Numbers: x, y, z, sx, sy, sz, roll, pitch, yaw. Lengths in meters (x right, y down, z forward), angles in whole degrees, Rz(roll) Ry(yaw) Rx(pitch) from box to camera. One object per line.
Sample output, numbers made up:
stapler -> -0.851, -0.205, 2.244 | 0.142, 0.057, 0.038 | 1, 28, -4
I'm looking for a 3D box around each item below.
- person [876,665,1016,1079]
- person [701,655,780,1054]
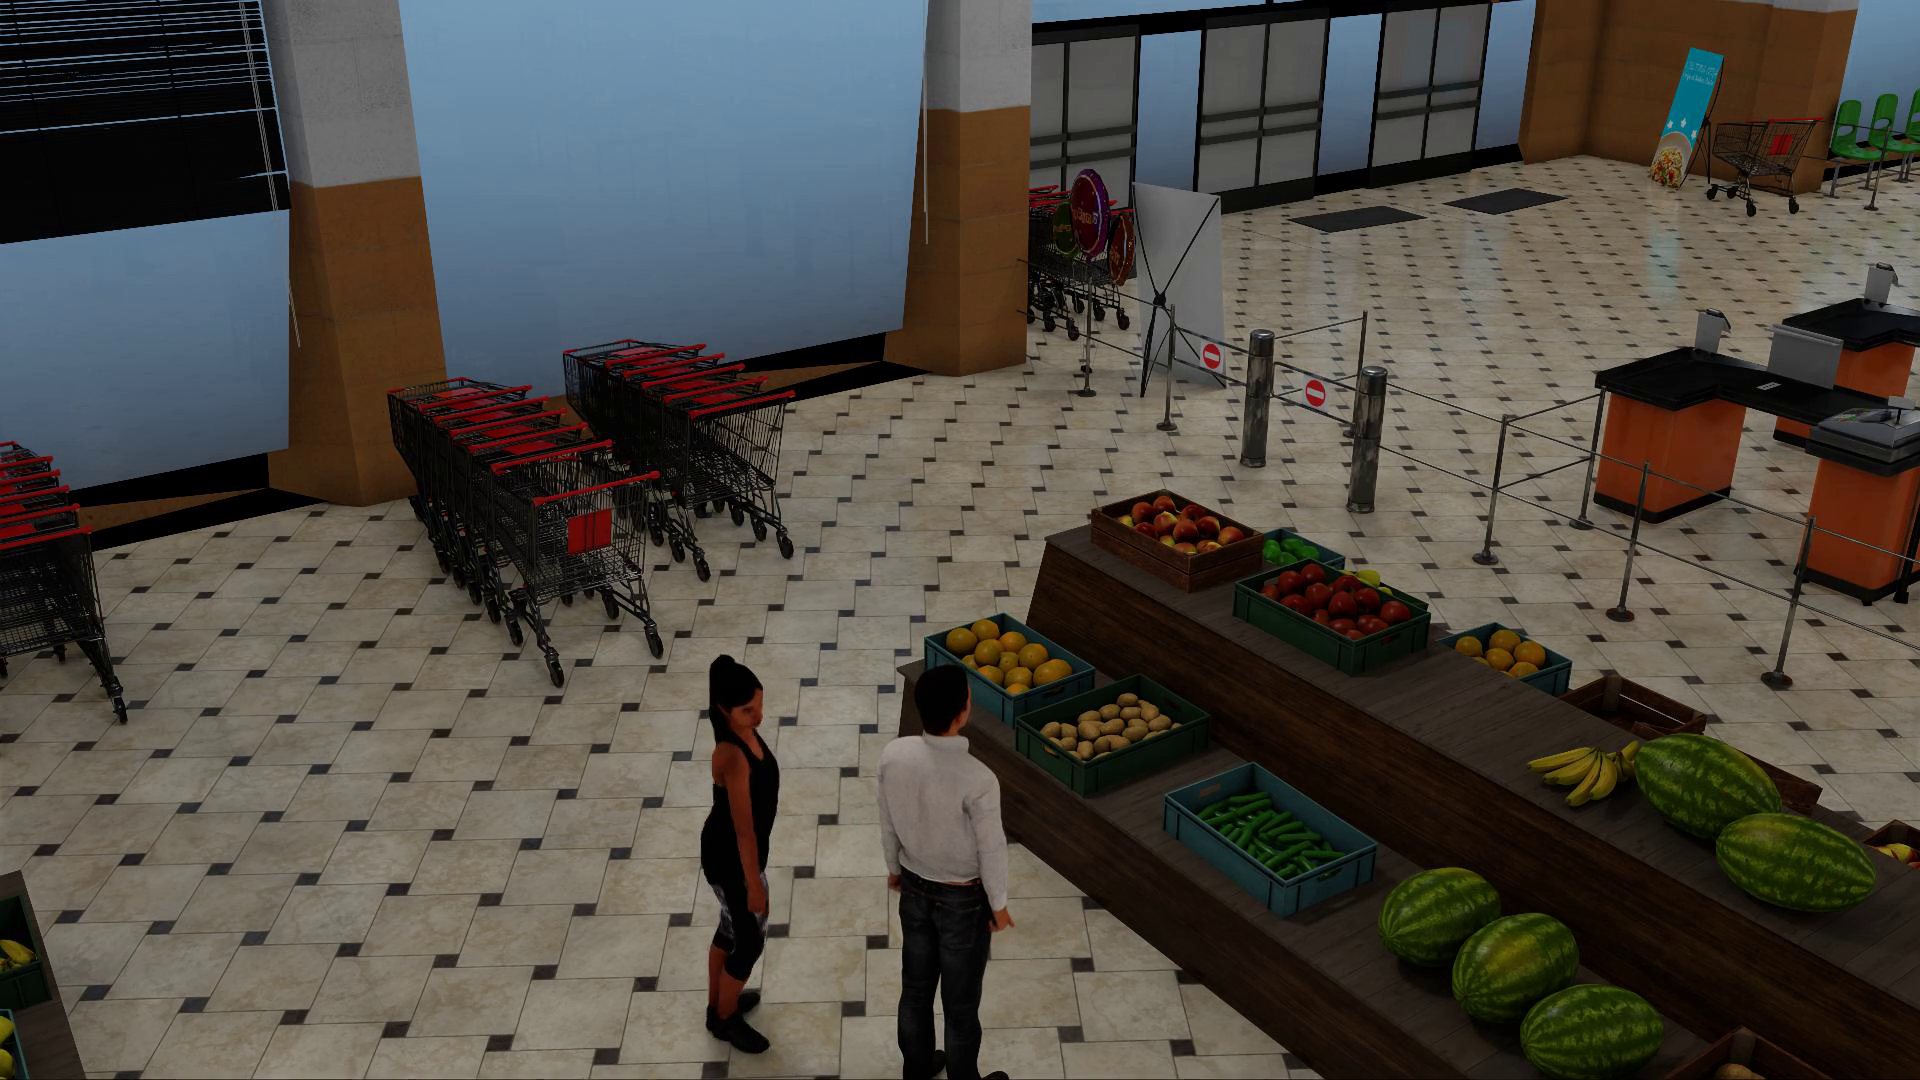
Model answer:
person -> -0.061, 1.264, 5.943 | 0.635, 1.812, 0.795 | 15, 28, 30
person -> -0.849, 1.189, 6.305 | 0.799, 1.660, 0.676 | -7, 25, -15
